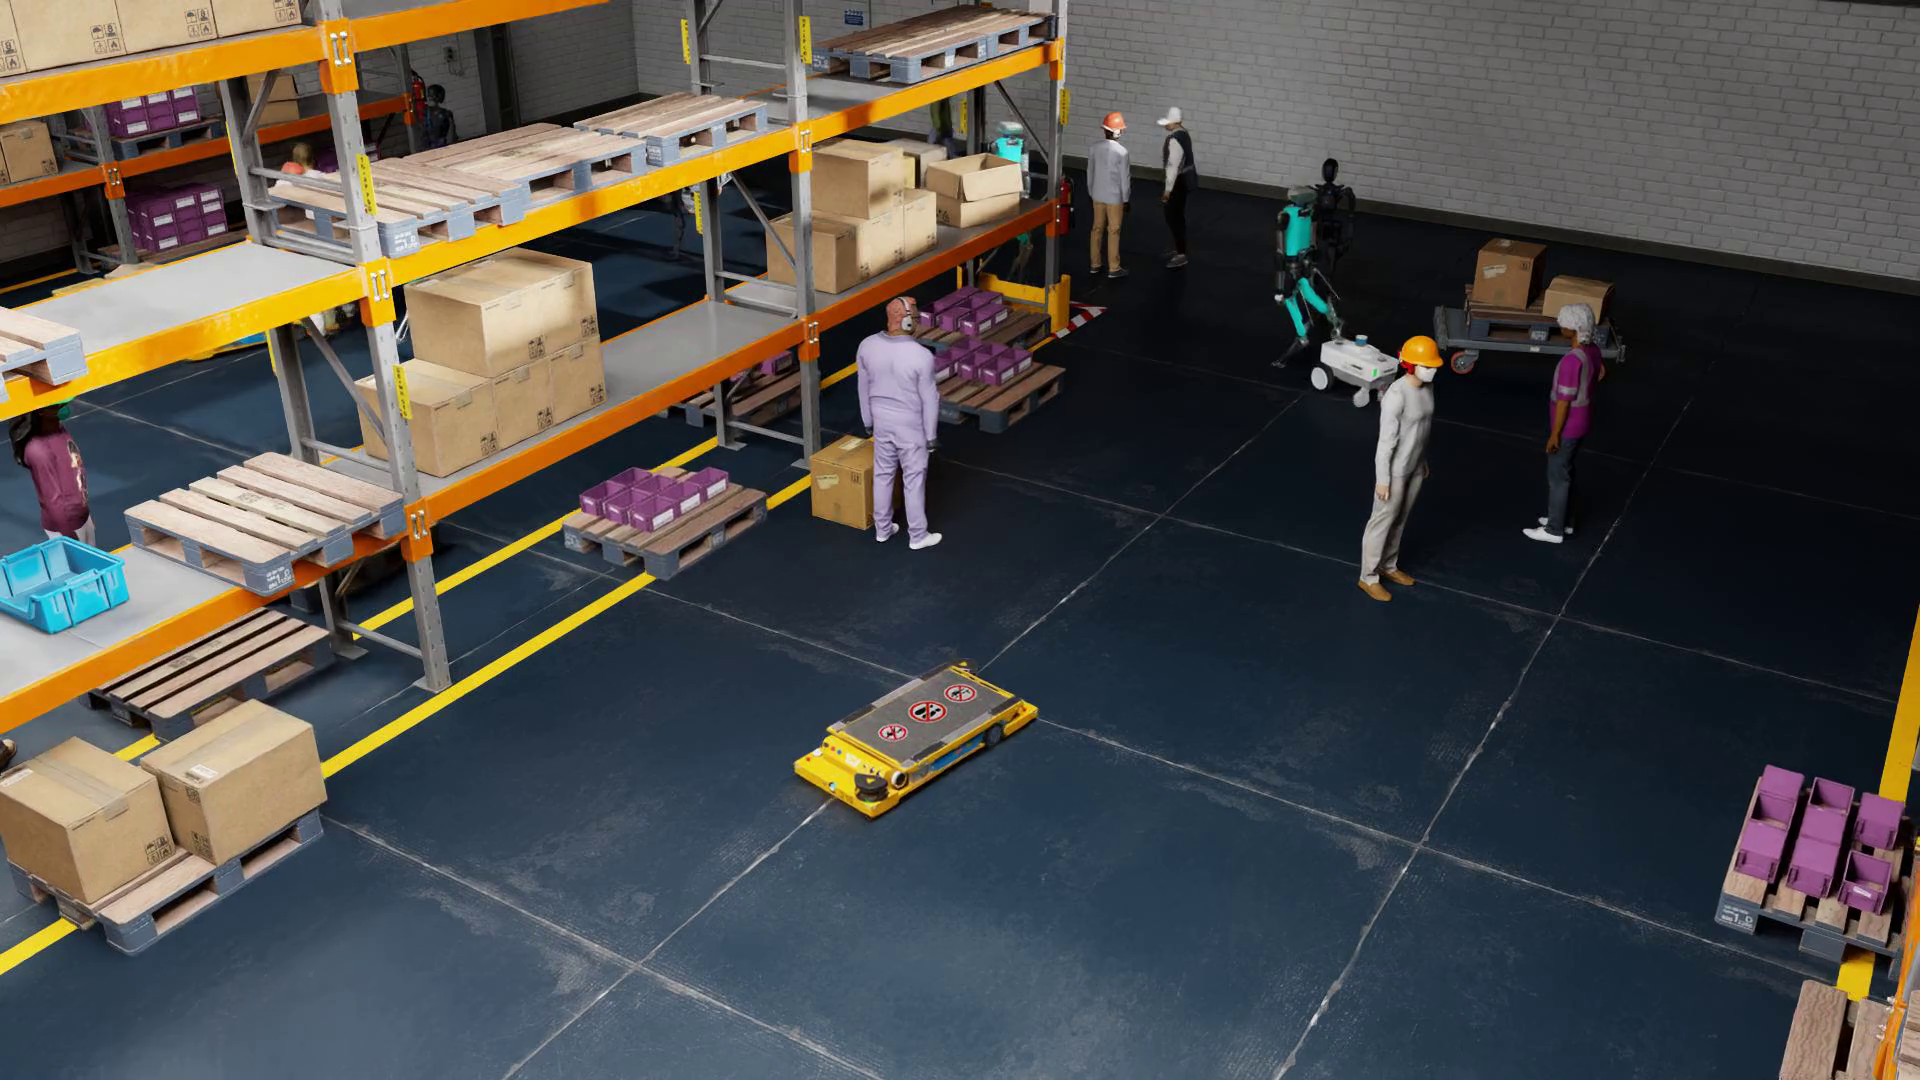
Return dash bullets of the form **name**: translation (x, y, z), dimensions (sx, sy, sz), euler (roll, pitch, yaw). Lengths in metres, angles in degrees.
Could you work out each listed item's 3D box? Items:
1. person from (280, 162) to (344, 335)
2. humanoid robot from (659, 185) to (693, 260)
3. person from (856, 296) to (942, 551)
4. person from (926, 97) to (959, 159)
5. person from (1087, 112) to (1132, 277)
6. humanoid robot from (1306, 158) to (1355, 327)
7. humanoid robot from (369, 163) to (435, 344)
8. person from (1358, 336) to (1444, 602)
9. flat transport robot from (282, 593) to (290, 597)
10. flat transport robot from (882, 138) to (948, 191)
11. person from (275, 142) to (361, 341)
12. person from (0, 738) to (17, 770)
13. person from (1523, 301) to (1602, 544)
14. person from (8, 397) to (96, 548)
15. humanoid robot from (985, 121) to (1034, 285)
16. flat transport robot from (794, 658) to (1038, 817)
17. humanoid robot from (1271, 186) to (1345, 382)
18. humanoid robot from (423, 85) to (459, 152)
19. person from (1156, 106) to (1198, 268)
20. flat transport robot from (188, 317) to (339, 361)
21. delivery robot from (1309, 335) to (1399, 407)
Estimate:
- **person**: translation (-6.266, -2.884, 16.283), dimensions (0.635, 1.712, 0.571), euler (-4, 27, -9)
- **humanoid robot**: translation (-3.162, -3.930, 18.382), dimensions (0.359, 1.652, 0.585), euler (4, 27, 8)
- **person**: translation (-0.417, -0.841, 12.053), dimensions (0.642, 1.903, 0.402), euler (15, 31, 28)
- **person**: translation (-0.318, -5.220, 21.020), dimensions (0.838, 1.592, 0.524), euler (11, 29, 20)
- **person**: translation (1.615, -3.710, 17.866), dimensions (0.330, 1.752, 0.561), euler (-24, 36, -39)
- **humanoid robot**: translation (3.658, -3.011, 16.626), dimensions (0.612, 1.642, 0.729), euler (4, 27, 9)
- **humanoid robot**: translation (-5.381, -2.801, 16.116), dimensions (0.530, 1.787, 0.830), euler (24, 36, 39)
- **person**: translation (3.040, -0.505, 11.399), dimensions (0.375, 1.894, 0.575), euler (24, 35, 39)
- **flat transport robot**: translation (-5.033, 0.044, 12.110), dimensions (0.659, 0.231, 1.431), euler (-8, 28, -16)
- **flat transport robot**: translation (-0.934, -3.828, 19.741), dimensions (1.431, 0.231, 0.659), euler (20, 33, 34)
- **person**: translation (-6.217, -2.914, 16.171), dimensions (0.671, 1.878, 0.979), euler (-4, 27, -8)
- **person**: translation (-5.853, 0.535, 9.412), dimensions (0.623, 1.840, 0.429), euler (-8, 28, -15)
- **person**: translation (4.425, -0.846, 12.140), dimensions (0.370, 1.835, 0.520), euler (20, 33, 34)
- **person**: translation (-5.679, -0.129, 10.596), dimensions (0.418, 1.953, 0.488), euler (-6, 28, -12)
- **humanoid robot**: translation (0.644, -3.408, 17.302), dimensions (0.546, 1.767, 0.854), euler (-17, 31, -30)
- **flat transport robot**: translation (-0.243, 1.152, 9.928), dimensions (0.659, 0.231, 1.431), euler (23, 35, 37)
- **humanoid robot**: translation (3.260, -2.250, 15.056), dimensions (0.531, 1.776, 0.995), euler (-20, 33, -34)
- **humanoid robot**: translation (-6.103, -4.549, 19.652), dimensions (0.584, 1.620, 0.778), euler (15, 31, 27)
- **person**: translation (2.351, -3.870, 18.198), dimensions (0.488, 1.742, 0.851), euler (3, 27, 6)
- **flat transport robot**: translation (-6.910, -2.072, 16.281), dimensions (1.431, 0.231, 0.659), euler (-20, 33, -34)
- **delivery robot**: translation (3.550, -1.551, 14.936), dimensions (0.519, 0.593, 0.765), euler (-17, 32, -30)
